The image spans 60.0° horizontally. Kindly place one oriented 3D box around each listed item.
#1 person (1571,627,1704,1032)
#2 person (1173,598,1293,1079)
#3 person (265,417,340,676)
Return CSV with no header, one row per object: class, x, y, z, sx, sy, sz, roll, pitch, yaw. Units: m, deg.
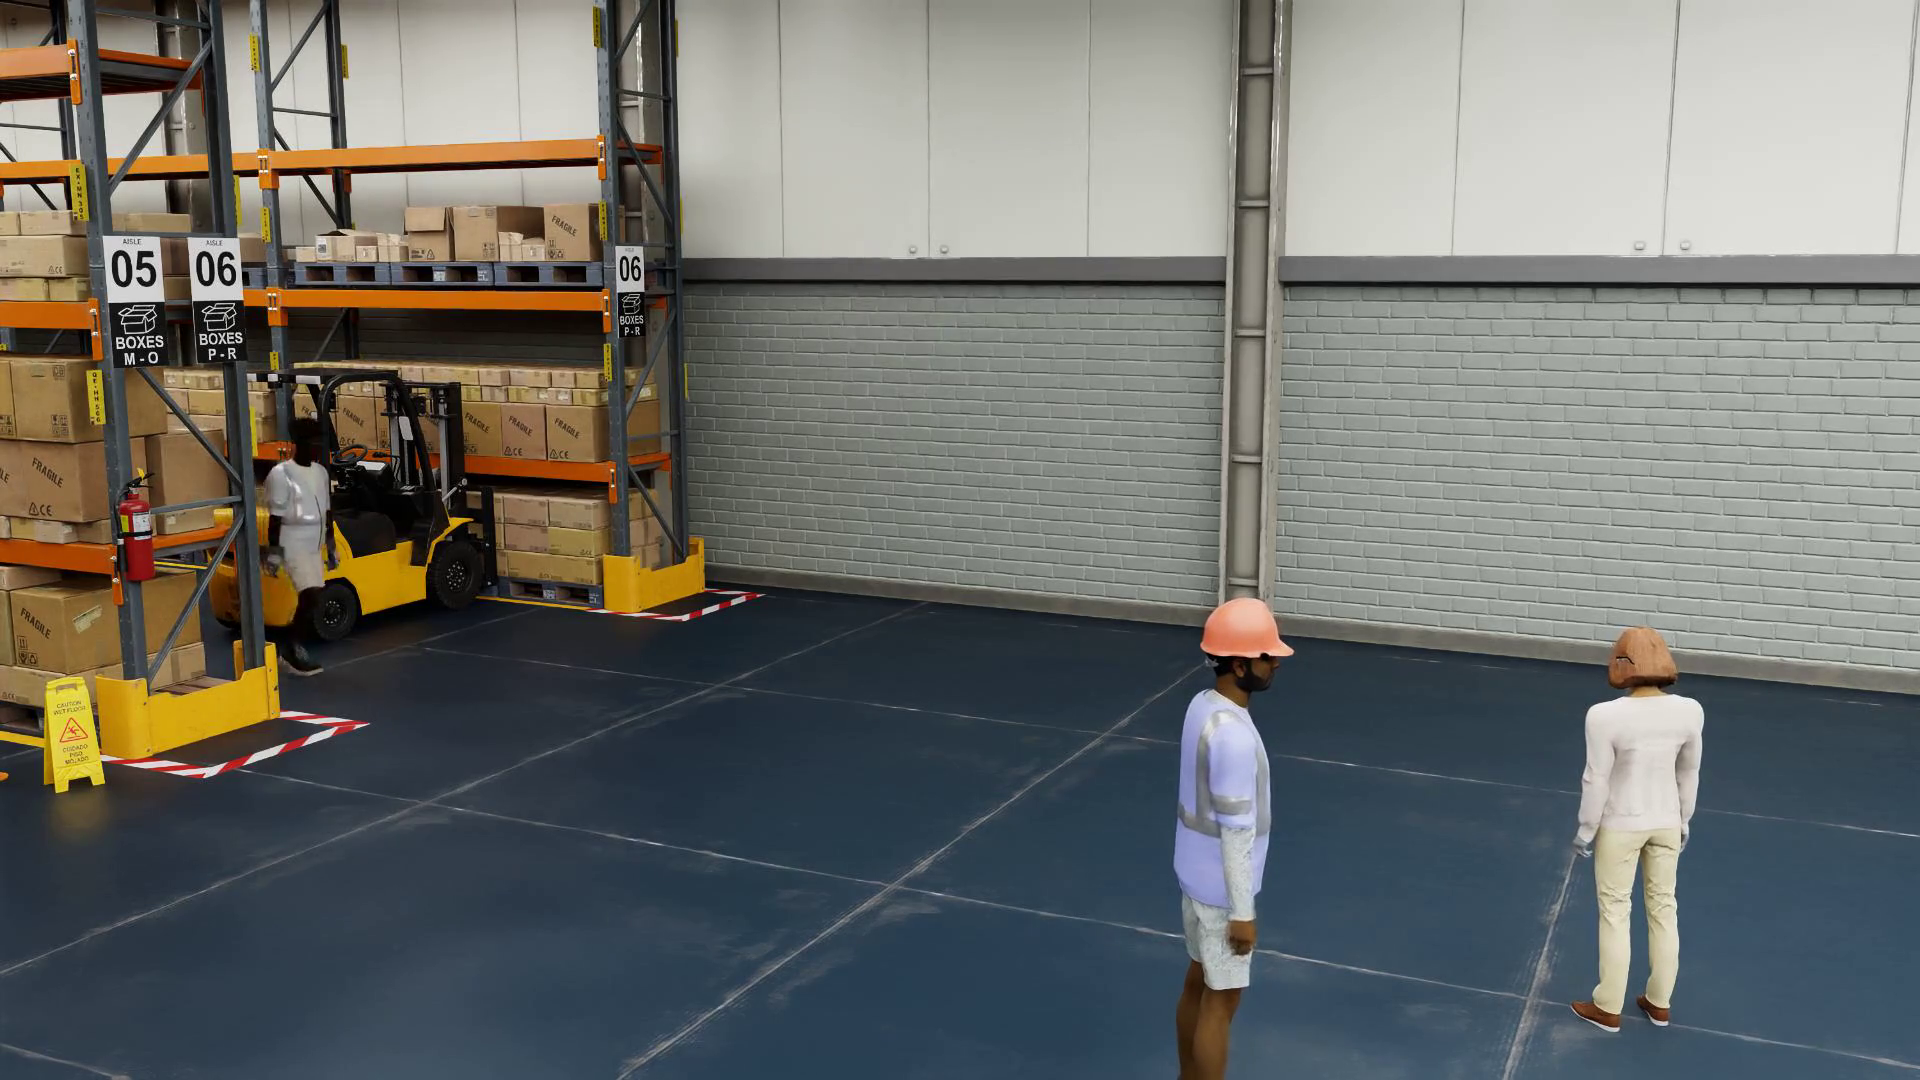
person,2.691,1.149,6.626,0.497,1.632,0.289,-2,9,-10
person,0.922,1.151,5.681,0.375,1.939,0.546,0,9,-3
person,-4.870,0.054,12.386,0.480,1.939,0.635,2,10,13
